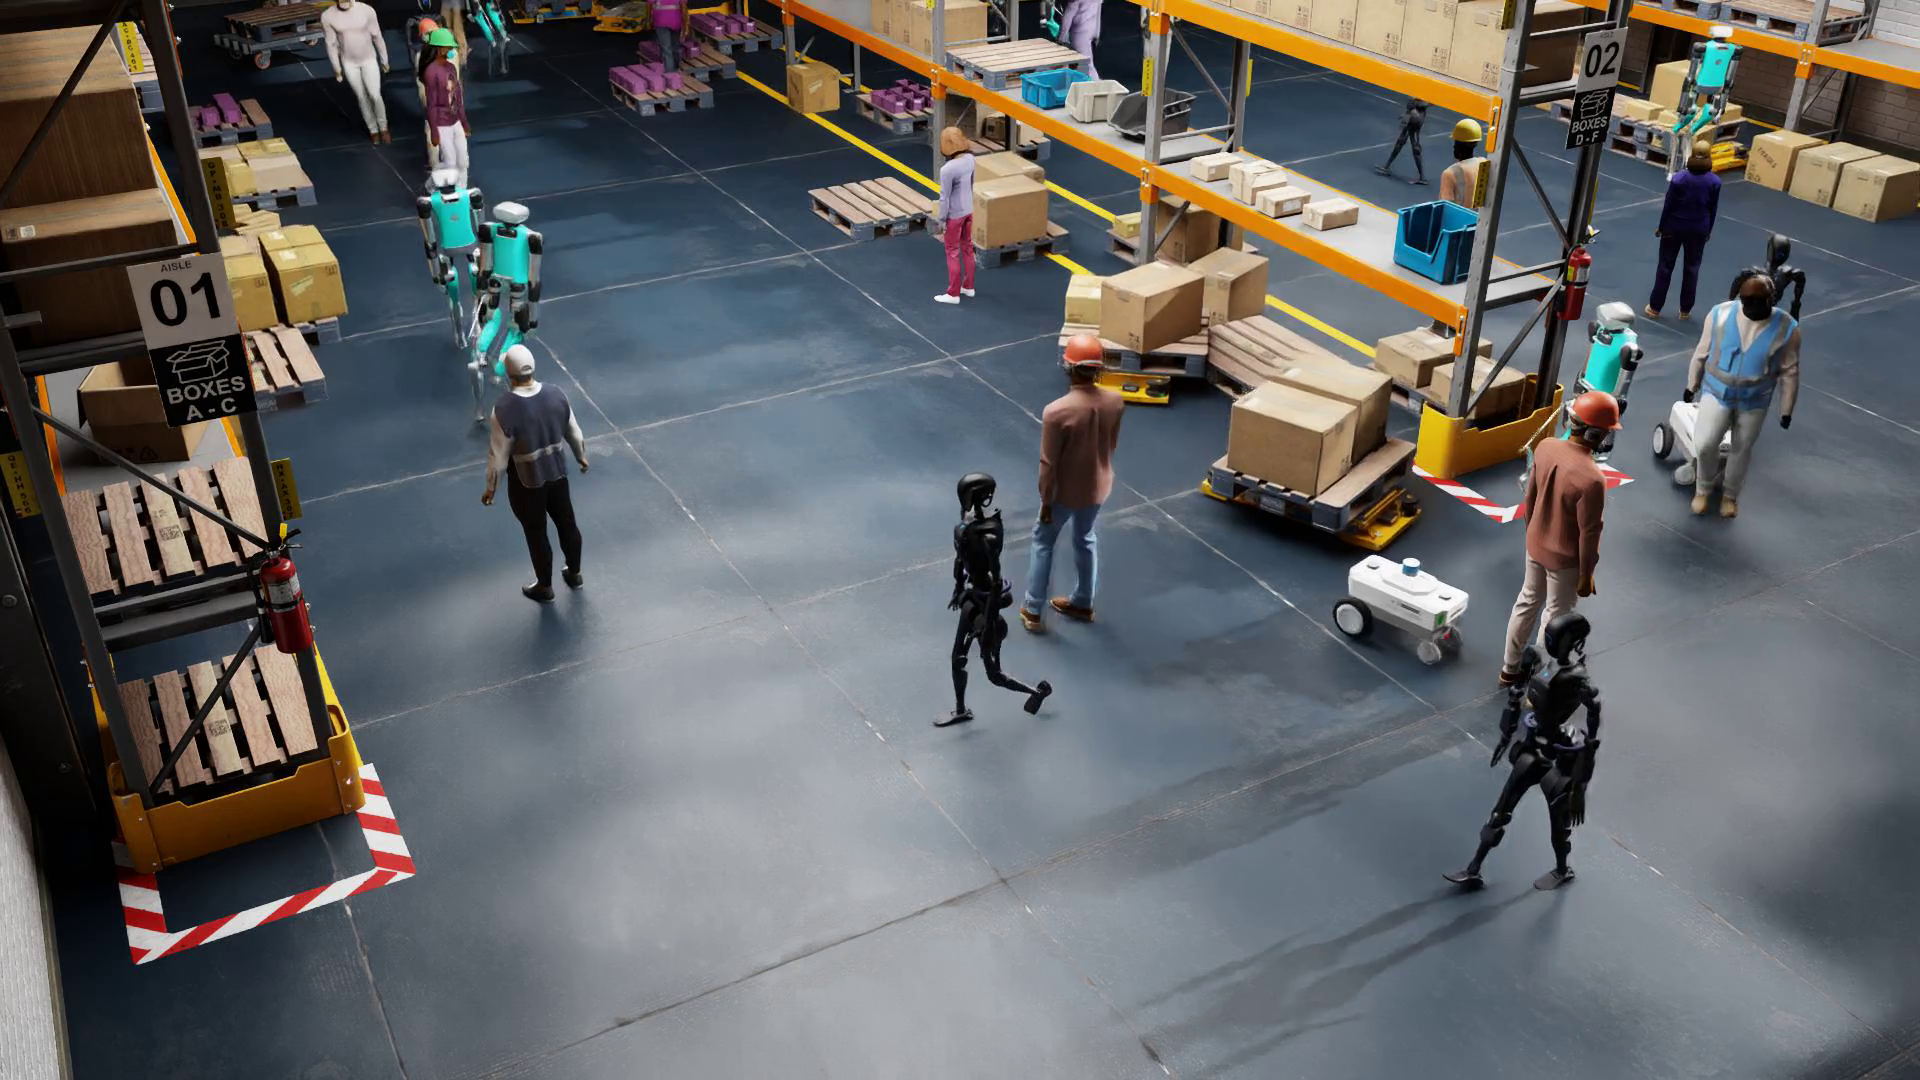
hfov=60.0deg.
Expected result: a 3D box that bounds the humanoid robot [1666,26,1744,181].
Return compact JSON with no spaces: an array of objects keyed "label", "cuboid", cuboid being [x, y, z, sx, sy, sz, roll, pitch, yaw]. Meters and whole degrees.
[{"label":"humanoid robot","cuboid":[8.067,-4.783,18.273,0.551,1.810,0.741,0,30,0]}]

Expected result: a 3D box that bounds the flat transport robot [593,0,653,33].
[{"label":"flat transport robot","cuboid":[-4.945,-7.943,25.237,0.659,0.231,1.431,8,31,14]}]

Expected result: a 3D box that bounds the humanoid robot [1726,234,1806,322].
[{"label":"humanoid robot","cuboid":[6.120,-1.578,12.763,0.612,1.639,0.402,3,30,5]}]

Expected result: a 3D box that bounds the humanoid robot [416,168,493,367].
[{"label":"humanoid robot","cuboid":[-4.226,-2.286,14.002,0.548,1.872,0.830,-13,32,-21]}]

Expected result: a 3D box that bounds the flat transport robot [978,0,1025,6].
[{"label":"flat transport robot","cuboid":[0.826,-8.770,26.676,1.431,0.231,0.659,-13,32,-22]}]

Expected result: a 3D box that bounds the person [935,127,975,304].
[{"label":"person","cuboid":[-0.038,-2.964,15.205,0.288,1.629,0.498,19,35,29]}]

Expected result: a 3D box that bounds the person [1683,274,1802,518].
[{"label":"person","cuboid":[5.409,-0.979,11.557,0.704,1.816,0.523,15,33,24]}]

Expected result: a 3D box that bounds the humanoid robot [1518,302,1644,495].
[{"label":"humanoid robot","cuboid":[4.078,-0.724,11.181,0.682,1.780,0.531,-5,30,-9]}]

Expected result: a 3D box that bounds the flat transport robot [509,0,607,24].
[{"label":"flat transport robot","cuboid":[-6.185,-8.146,25.591,1.431,0.231,0.659,-10,31,-17]}]

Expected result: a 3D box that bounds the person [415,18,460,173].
[{"label":"person","cuboid":[-5.814,-4.920,18.512,0.673,1.716,0.573,25,38,36]}]

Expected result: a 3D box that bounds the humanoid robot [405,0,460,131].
[{"label":"humanoid robot","cuboid":[-6.336,-5.733,19.962,0.599,1.657,0.315,-23,37,-34]}]

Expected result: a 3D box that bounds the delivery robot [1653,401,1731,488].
[{"label":"delivery robot","cuboid":[5.546,-0.757,12.442,0.524,0.596,0.767,2,30,3]}]

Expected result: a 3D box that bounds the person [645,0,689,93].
[{"label":"person","cuboid":[-3.816,-6.741,21.615,0.518,1.791,1.005,-13,32,-21]}]

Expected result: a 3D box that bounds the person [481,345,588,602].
[{"label":"person","cuboid":[-2.708,-0.421,10.647,0.752,1.757,0.450,-26,39,-37]}]

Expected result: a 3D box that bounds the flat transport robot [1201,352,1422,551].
[{"label":"flat transport robot","cuboid":[2.526,-0.328,11.980,1.431,0.231,0.659,22,36,33]}]

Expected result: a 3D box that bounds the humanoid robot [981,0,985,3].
[{"label":"humanoid robot","cuboid":[0.053,-7.788,23.559,0.614,1.648,0.469,22,36,33]}]

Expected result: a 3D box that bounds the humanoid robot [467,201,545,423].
[{"label":"humanoid robot","cuboid":[-3.586,-1.642,12.818,0.596,1.759,0.916,10,31,16]}]

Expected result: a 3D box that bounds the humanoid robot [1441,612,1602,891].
[{"label":"humanoid robot","cuboid":[2.849,1.090,8.131,0.747,1.631,0.603,-13,32,-22]}]

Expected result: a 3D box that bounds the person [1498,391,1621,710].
[{"label":"person","cuboid":[3.467,0.062,9.581,0.390,1.985,0.610,-9,31,-15]}]

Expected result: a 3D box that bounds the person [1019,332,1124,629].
[{"label":"person","cuboid":[0.677,-0.343,10.300,0.671,1.968,0.483,-18,34,-28]}]

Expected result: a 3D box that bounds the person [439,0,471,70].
[{"label":"person","cuboid":[-6.914,-7.302,22.638,0.592,1.736,0.471,17,34,27]}]

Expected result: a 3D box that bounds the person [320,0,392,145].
[{"label":"person","cuboid":[-7.026,-5.545,19.420,0.651,1.902,0.548,-7,31,-12]}]

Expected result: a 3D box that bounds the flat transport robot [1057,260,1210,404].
[{"label":"flat transport robot","cuboid":[1.479,-1.536,14.084,0.659,0.231,1.431,5,30,8]}]

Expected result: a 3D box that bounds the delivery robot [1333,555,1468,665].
[{"label":"delivery robot","cuboid":[2.788,0.389,10.438,0.499,0.587,0.791,-26,39,-38]}]

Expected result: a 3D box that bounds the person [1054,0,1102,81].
[{"label":"person","cuboid":[1.488,-6.345,20.863,0.984,1.856,0.649,15,33,24]}]

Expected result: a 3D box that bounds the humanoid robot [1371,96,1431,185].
[{"label":"humanoid robot","cuboid":[4.934,-4.751,18.290,0.693,1.634,0.613,12,32,20]}]

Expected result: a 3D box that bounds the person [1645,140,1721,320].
[{"label":"person","cuboid":[6.475,-2.769,14.867,0.461,1.621,0.350,6,30,10]}]

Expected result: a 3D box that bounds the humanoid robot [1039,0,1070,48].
[{"label":"humanoid robot","cuboid":[1.304,-6.976,22.188,0.766,1.875,0.544,6,30,10]}]

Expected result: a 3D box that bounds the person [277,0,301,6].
[{"label":"person","cuboid":[-10.073,-8.629,24.866,0.431,1.838,0.623,10,31,17]}]

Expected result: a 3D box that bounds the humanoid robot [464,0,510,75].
[{"label":"humanoid robot","cuboid":[-6.326,-7.102,22.356,0.539,1.829,0.741,-26,39,-37]}]

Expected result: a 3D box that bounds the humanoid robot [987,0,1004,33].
[{"label":"humanoid robot","cuboid":[0.392,-8.238,24.264,0.960,1.742,0.530,15,33,25]}]

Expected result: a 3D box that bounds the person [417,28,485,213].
[{"label":"person","cuboid":[-5.375,-4.352,17.326,0.624,1.927,0.530,7,31,12]}]

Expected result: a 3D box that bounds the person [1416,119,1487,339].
[{"label":"person","cuboid":[4.286,-2.684,14.419,0.590,1.925,0.382,-20,35,-31]}]

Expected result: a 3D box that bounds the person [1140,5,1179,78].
[{"label":"person","cuboid":[2.633,-6.969,21.935,0.563,1.870,0.732,0,30,0]}]

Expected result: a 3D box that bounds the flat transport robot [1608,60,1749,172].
[{"label":"flat transport robot","cuboid":[8.415,-4.612,19.437,0.659,0.231,1.431,-16,33,-25]}]

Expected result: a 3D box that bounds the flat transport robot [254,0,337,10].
[{"label":"flat transport robot","cuboid":[-10.147,-8.251,25.774,1.431,0.231,0.659,-15,33,-24]}]

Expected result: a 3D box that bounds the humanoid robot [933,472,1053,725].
[{"label":"humanoid robot","cuboid":[0.185,0.343,9.440,0.701,1.641,0.608,-10,31,-17]}]
